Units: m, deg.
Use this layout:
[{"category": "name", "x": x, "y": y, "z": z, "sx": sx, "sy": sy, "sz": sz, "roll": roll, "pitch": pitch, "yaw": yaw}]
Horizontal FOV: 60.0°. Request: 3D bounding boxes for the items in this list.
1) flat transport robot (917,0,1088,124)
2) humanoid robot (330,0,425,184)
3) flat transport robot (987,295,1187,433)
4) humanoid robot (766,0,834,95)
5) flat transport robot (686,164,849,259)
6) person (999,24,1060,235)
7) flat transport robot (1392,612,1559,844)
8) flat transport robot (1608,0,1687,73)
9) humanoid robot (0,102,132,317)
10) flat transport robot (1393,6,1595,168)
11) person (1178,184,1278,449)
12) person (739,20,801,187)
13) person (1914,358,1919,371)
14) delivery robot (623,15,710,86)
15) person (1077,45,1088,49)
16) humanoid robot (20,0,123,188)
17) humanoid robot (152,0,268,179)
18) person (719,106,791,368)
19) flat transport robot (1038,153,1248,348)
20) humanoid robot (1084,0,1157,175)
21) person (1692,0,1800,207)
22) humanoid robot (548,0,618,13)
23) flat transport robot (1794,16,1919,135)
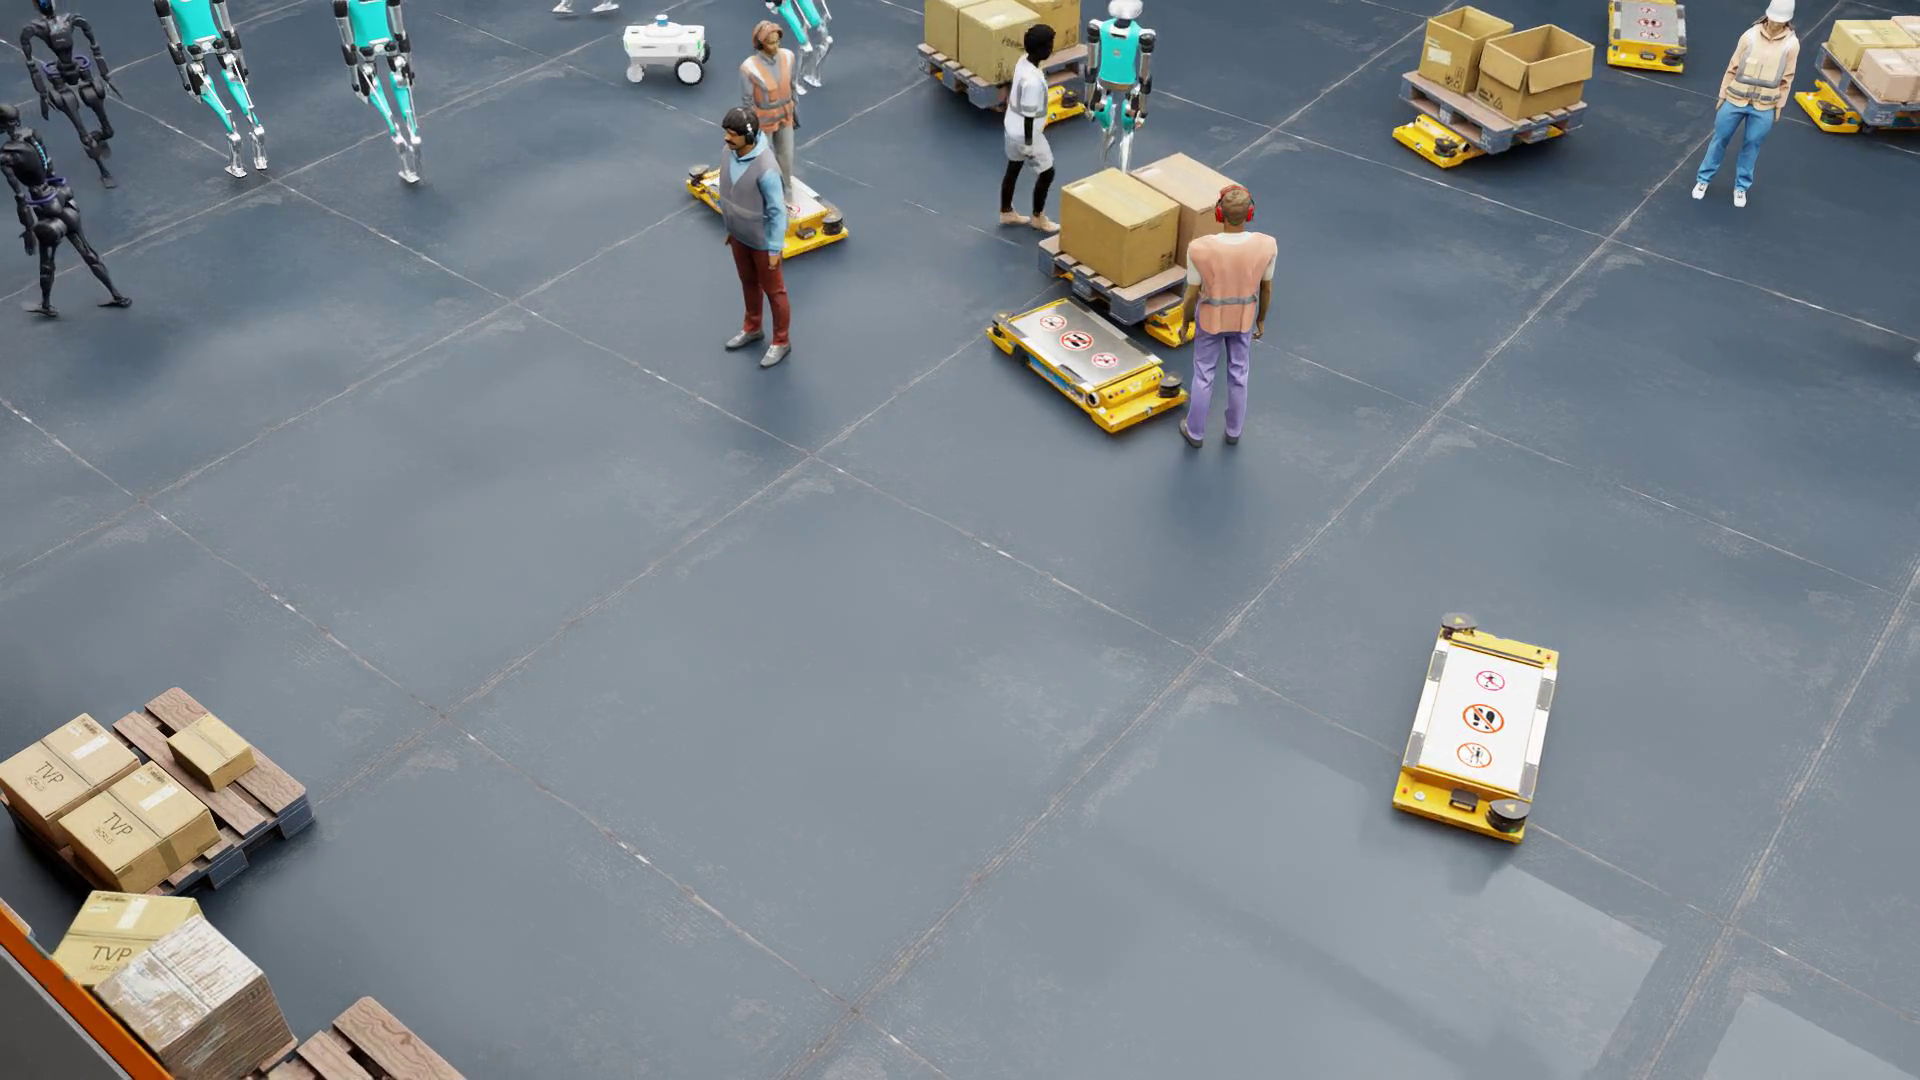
[{"category": "flat transport robot", "x": 0.404, "y": -4.076, "z": 14.873, "sx": 0.659, "sy": 0.231, "sz": 1.431, "roll": -24, "pitch": 46, "yaw": -26}, {"category": "humanoid robot", "x": -4.477, "y": -3.548, "z": 13.186, "sx": 0.548, "sy": 1.880, "sz": 0.750, "roll": -26, "pitch": 47, "yaw": -27}, {"category": "flat transport robot", "x": 0.862, "y": -1.261, "z": 11.561, "sx": 0.659, "sy": 0.231, "sz": 1.431, "roll": -24, "pitch": 46, "yaw": -26}, {"category": "humanoid robot", "x": -1.389, "y": -4.764, "z": 14.539, "sx": 0.531, "sy": 1.758, "sz": 0.746, "roll": -30, "pitch": 49, "yaw": -31}, {"category": "flat transport robot", "x": -1.548, "y": -2.674, "z": 13.223, "sx": 0.659, "sy": 0.231, "sz": 1.431, "roll": -25, "pitch": 46, "yaw": -27}, {"category": "person", "x": 0.582, "y": -3.114, "z": 12.646, "sx": 0.602, "sy": 1.667, "sz": 0.550, "roll": -6, "pitch": 41, "yaw": -7}, {"category": "flat transport robot", "x": 2.793, "y": 0.976, "z": 8.929, "sx": 0.659, "sy": 0.231, "sz": 1.431, "roll": 15, "pitch": 43, "yaw": 17}, {"category": "flat transport robot", "x": 6.503, "y": -4.827, "z": 15.757, "sx": 0.659, "sy": 0.231, "sz": 1.431, "roll": 11, "pitch": 42, "yaw": 13}, {"category": "humanoid robot", "x": -6.490, "y": -2.330, "z": 11.751, "sx": 0.718, "sy": 1.627, "sz": 0.599, "roll": 0, "pitch": 40, "yaw": 1}, {"category": "flat transport robot", "x": 4.496, "y": -3.549, "z": 14.253, "sx": 1.431, "sy": 0.231, "sz": 0.659, "roll": -19, "pitch": 44, "yaw": -21}, {"category": "person", "x": 1.661, "y": -1.367, "z": 10.475, "sx": 0.562, "sy": 1.837, "sz": 0.390, "roll": -3, "pitch": 40, "yaw": -4}, {"category": "person", "x": -1.446, "y": -3.199, "z": 12.784, "sx": 0.526, "sy": 1.634, "sz": 0.312, "roll": -30, "pitch": 49, "yaw": -31}, {"category": "person", "x": 6.896, "y": -1.847, "z": 11.043, "sx": 0.564, "sy": 1.827, "sz": 0.586, "roll": 20, "pitch": 44, "yaw": 22}, {"category": "delivery robot", "x": -2.653, "y": -4.460, "z": 15.115, "sx": 0.807, "sy": 0.609, "sz": 0.499, "roll": 0, "pitch": 40, "yaw": 0}, {"category": "person", "x": 0.998, "y": -5.343, "z": 15.160, "sx": 0.429, "sy": 1.836, "sz": 0.617, "roll": -10, "pitch": 41, "yaw": -12}, {"category": "humanoid robot", "x": -7.130, "y": -3.686, "z": 13.339, "sx": 0.615, "sy": 1.631, "sz": 0.632, "roll": -27, "pitch": 47, "yaw": -28}, {"category": "humanoid robot", "x": -5.834, "y": -3.638, "z": 13.124, "sx": 0.533, "sy": 1.673, "sz": 0.735, "roll": -26, "pitch": 47, "yaw": -27}, {"category": "person", "x": -1.373, "y": -2.062, "z": 11.261, "sx": 0.532, "sy": 1.879, "sz": 0.413, "roll": 32, "pitch": 50, "yaw": 32}, {"category": "flat transport robot", "x": 1.336, "y": -1.906, "z": 12.320, "sx": 0.659, "sy": 0.231, "sz": 1.431, "roll": -27, "pitch": 47, "yaw": -28}, {"category": "humanoid robot", "x": 1.273, "y": -3.467, "z": 13.036, "sx": 0.585, "sy": 1.792, "sz": 0.826, "roll": 13, "pitch": 42, "yaw": 15}, {"category": "person", "x": 6.187, "y": -3.438, "z": 13.003, "sx": 0.487, "sy": 1.721, "sz": 0.379, "roll": 17, "pitch": 43, "yaw": 19}, {"category": "humanoid robot", "x": -3.543, "y": -5.750, "z": 15.714, "sx": 0.894, "sy": 1.759, "sz": 0.545, "roll": -14, "pitch": 42, "yaw": -16}, {"category": "flat transport robot", "x": 8.150, "y": -3.789, "z": 14.535, "sx": 1.431, "sy": 0.231, "sz": 0.659, "roll": 0, "pitch": 40, "yaw": 0}]
